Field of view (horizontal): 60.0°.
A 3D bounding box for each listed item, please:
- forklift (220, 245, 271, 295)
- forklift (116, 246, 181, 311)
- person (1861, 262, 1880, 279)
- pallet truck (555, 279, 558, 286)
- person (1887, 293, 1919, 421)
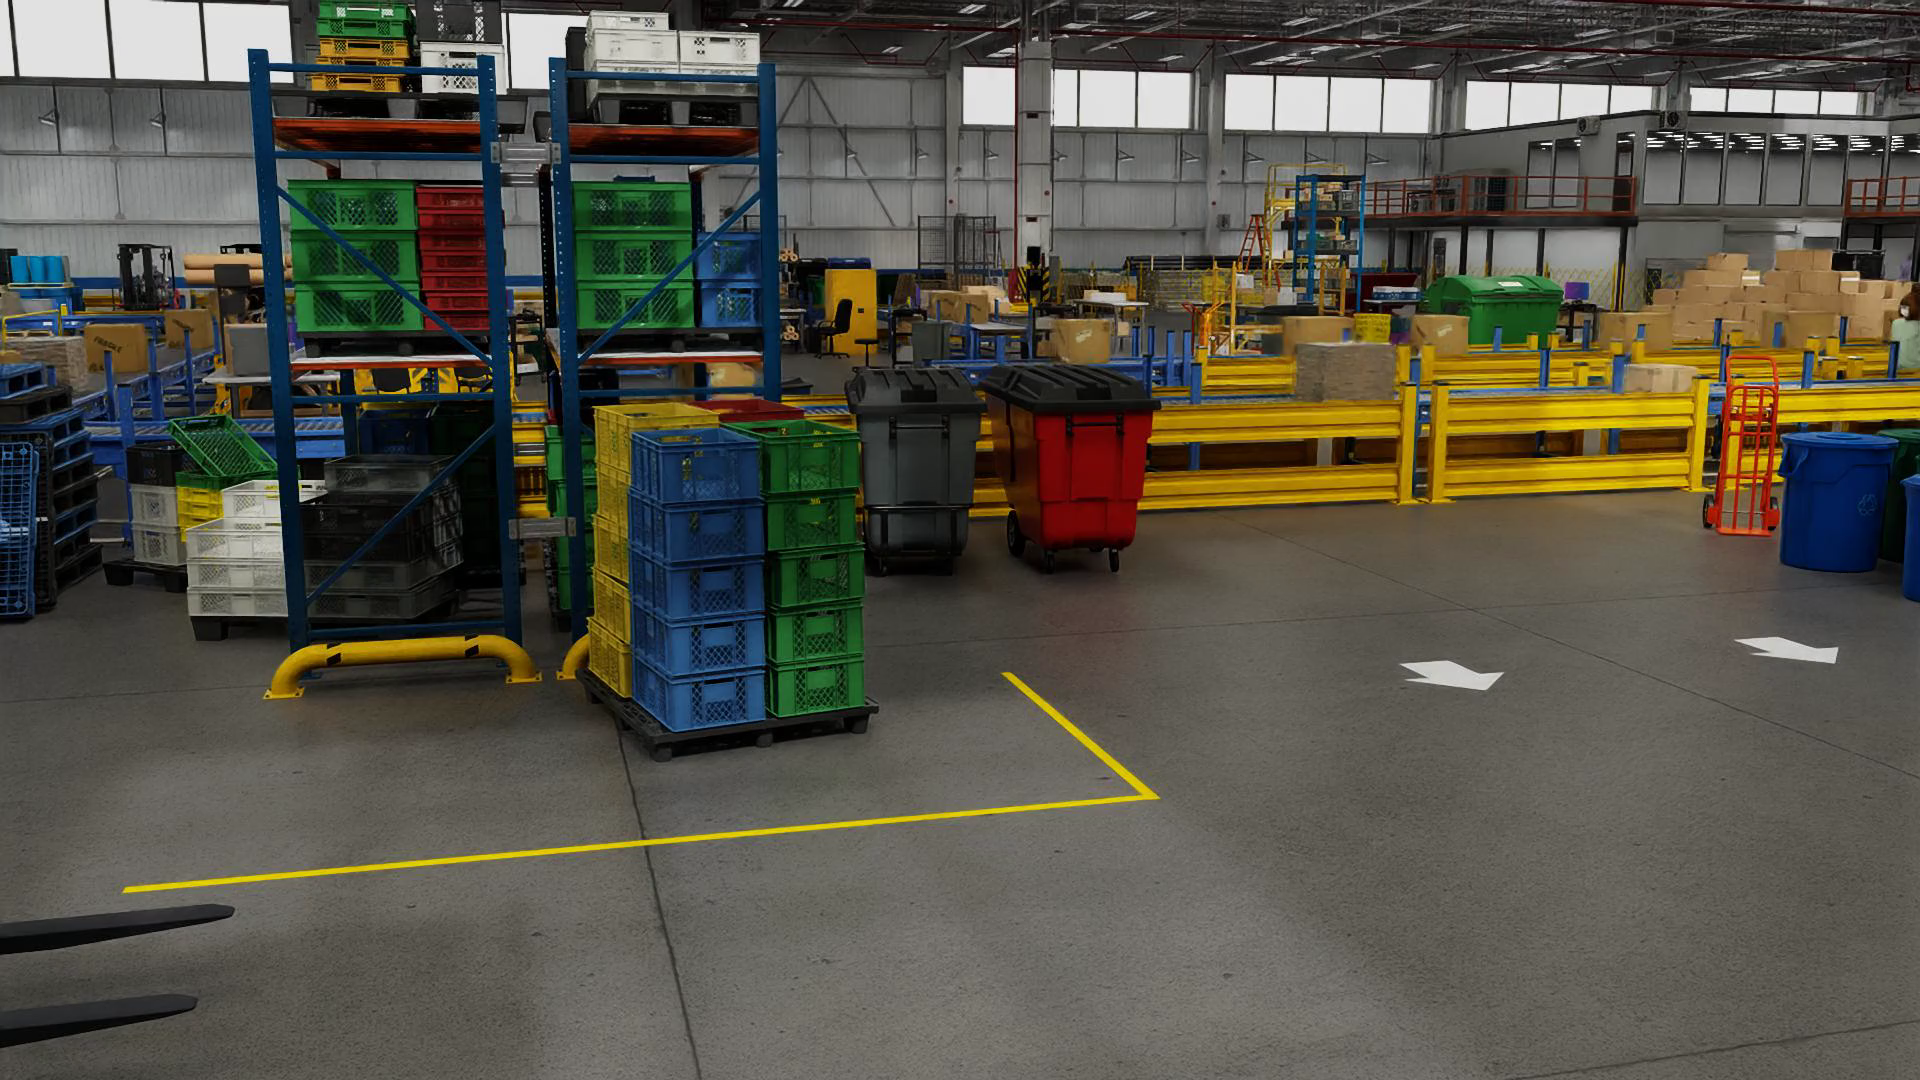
[{"bbox_3d":[-17.749,-6.334,41.440,1.157,1.987,2.680,-3,10,-17],"label":"forklift"},{"bbox_3d":[-19.966,-6.232,40.894,1.157,1.987,2.680,-3,10,-15],"label":"forklift"},{"bbox_3d":[22.930,-6.148,42.005,0.545,1.722,0.621,-3,10,-17],"label":"person"},{"bbox_3d":[-10.604,-6.375,44.520,0.653,1.274,1.630,-3,10,-15],"label":"pallet truck"},{"bbox_3d":[10.155,-1.837,17.896,0.345,1.618,0.533,-3,10,-14],"label":"person"}]
